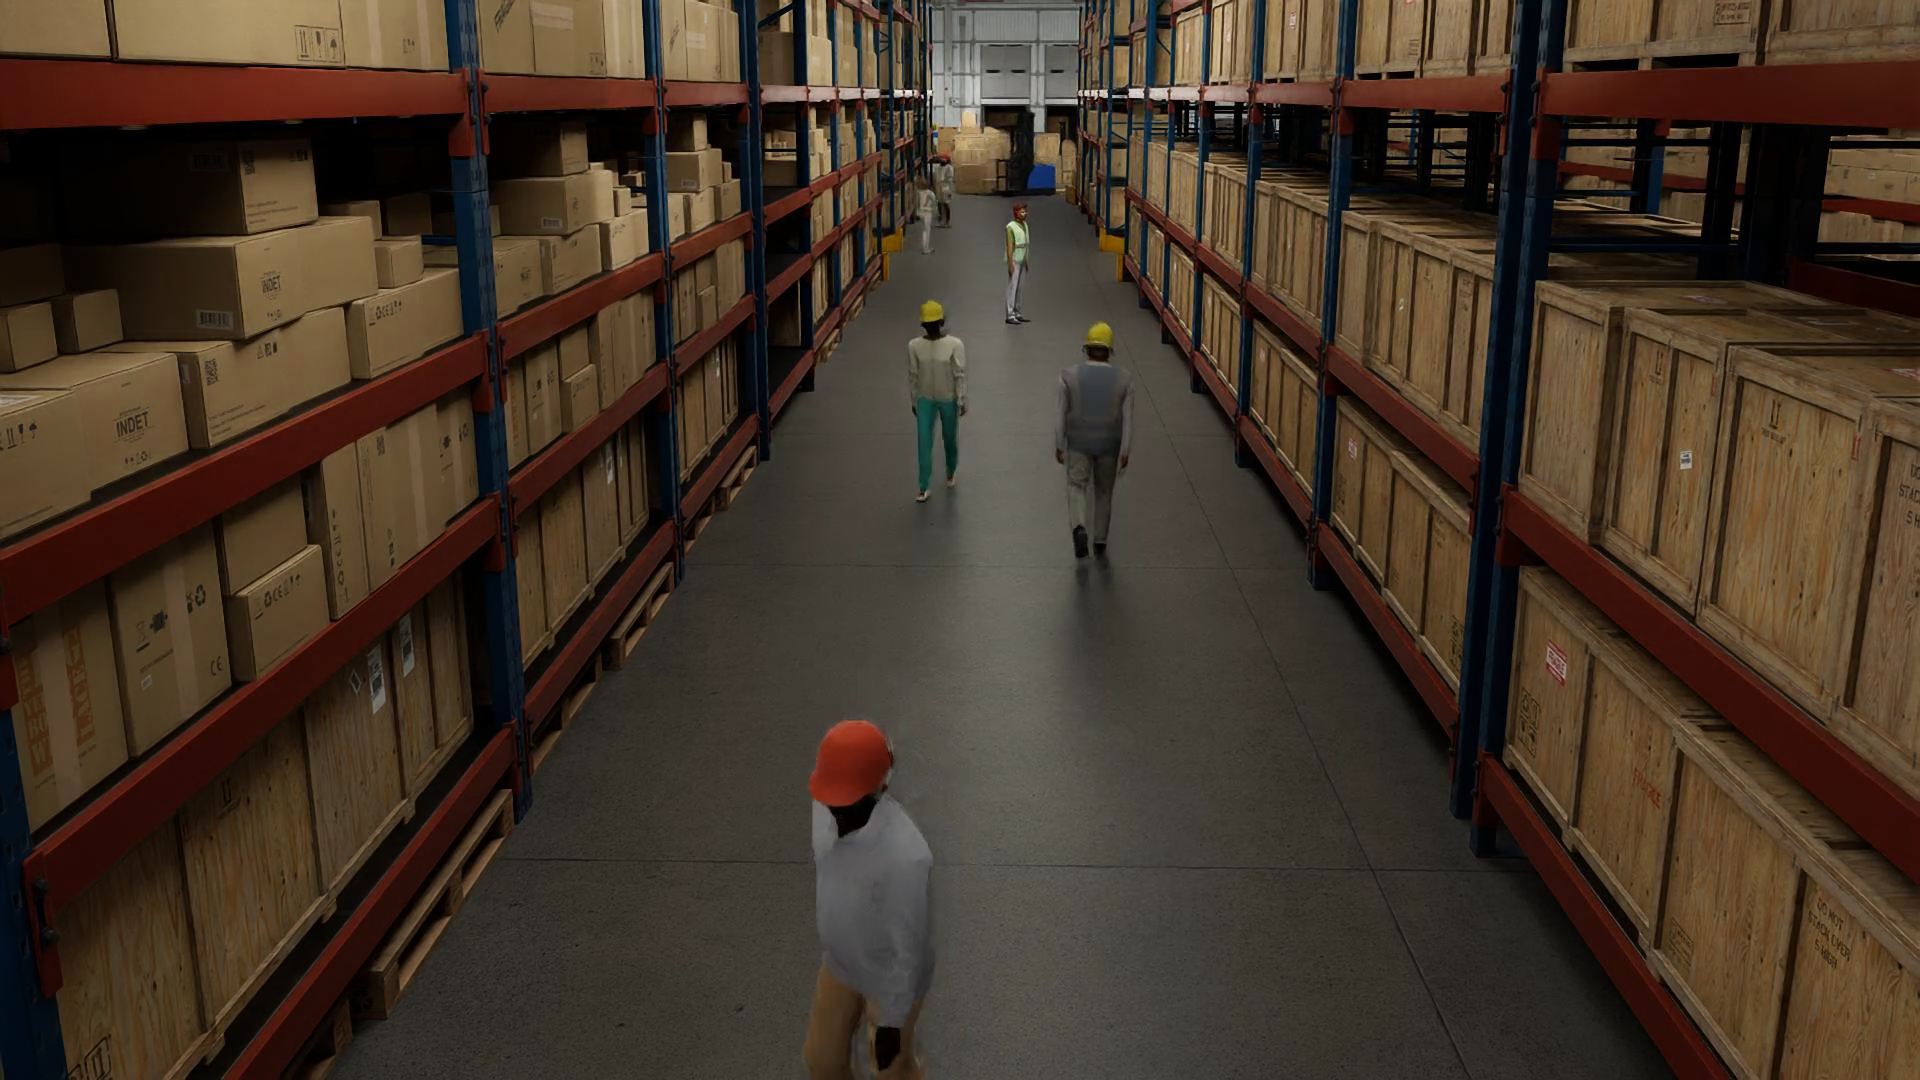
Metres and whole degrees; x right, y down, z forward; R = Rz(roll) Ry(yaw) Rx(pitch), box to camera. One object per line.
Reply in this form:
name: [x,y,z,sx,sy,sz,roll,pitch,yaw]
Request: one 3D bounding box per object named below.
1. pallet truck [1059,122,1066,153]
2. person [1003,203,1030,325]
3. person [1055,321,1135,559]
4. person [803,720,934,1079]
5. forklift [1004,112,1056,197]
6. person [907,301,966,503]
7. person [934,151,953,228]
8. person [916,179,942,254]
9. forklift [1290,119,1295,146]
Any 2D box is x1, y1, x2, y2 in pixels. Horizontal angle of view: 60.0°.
pallet truck: [5.788,-21.111,88.014,1.885,1.965,0.823,5,16,18]
person: [0.869,-4.254,25.585,0.374,1.840,0.569,8,17,27]
person: [1.010,-0.727,12.521,0.595,1.819,0.639,1,15,2]
person: [-0.271,1.313,5.126,0.545,1.704,0.589,-12,19,-38]
forklift: [2.249,-13.141,56.686,1.873,2.768,1.129,-5,16,-16]
person: [-0.195,-1.258,14.657,0.532,1.728,0.875,2,15,8]
person: [-0.415,-9.151,43.507,0.624,1.994,0.634,10,18,33]
person: [-0.669,-7.147,36.766,0.598,1.609,0.548,-13,20,-40]
forklift: [8.632,-9.602,43.516,1.873,2.768,1.129,0,15,2]
